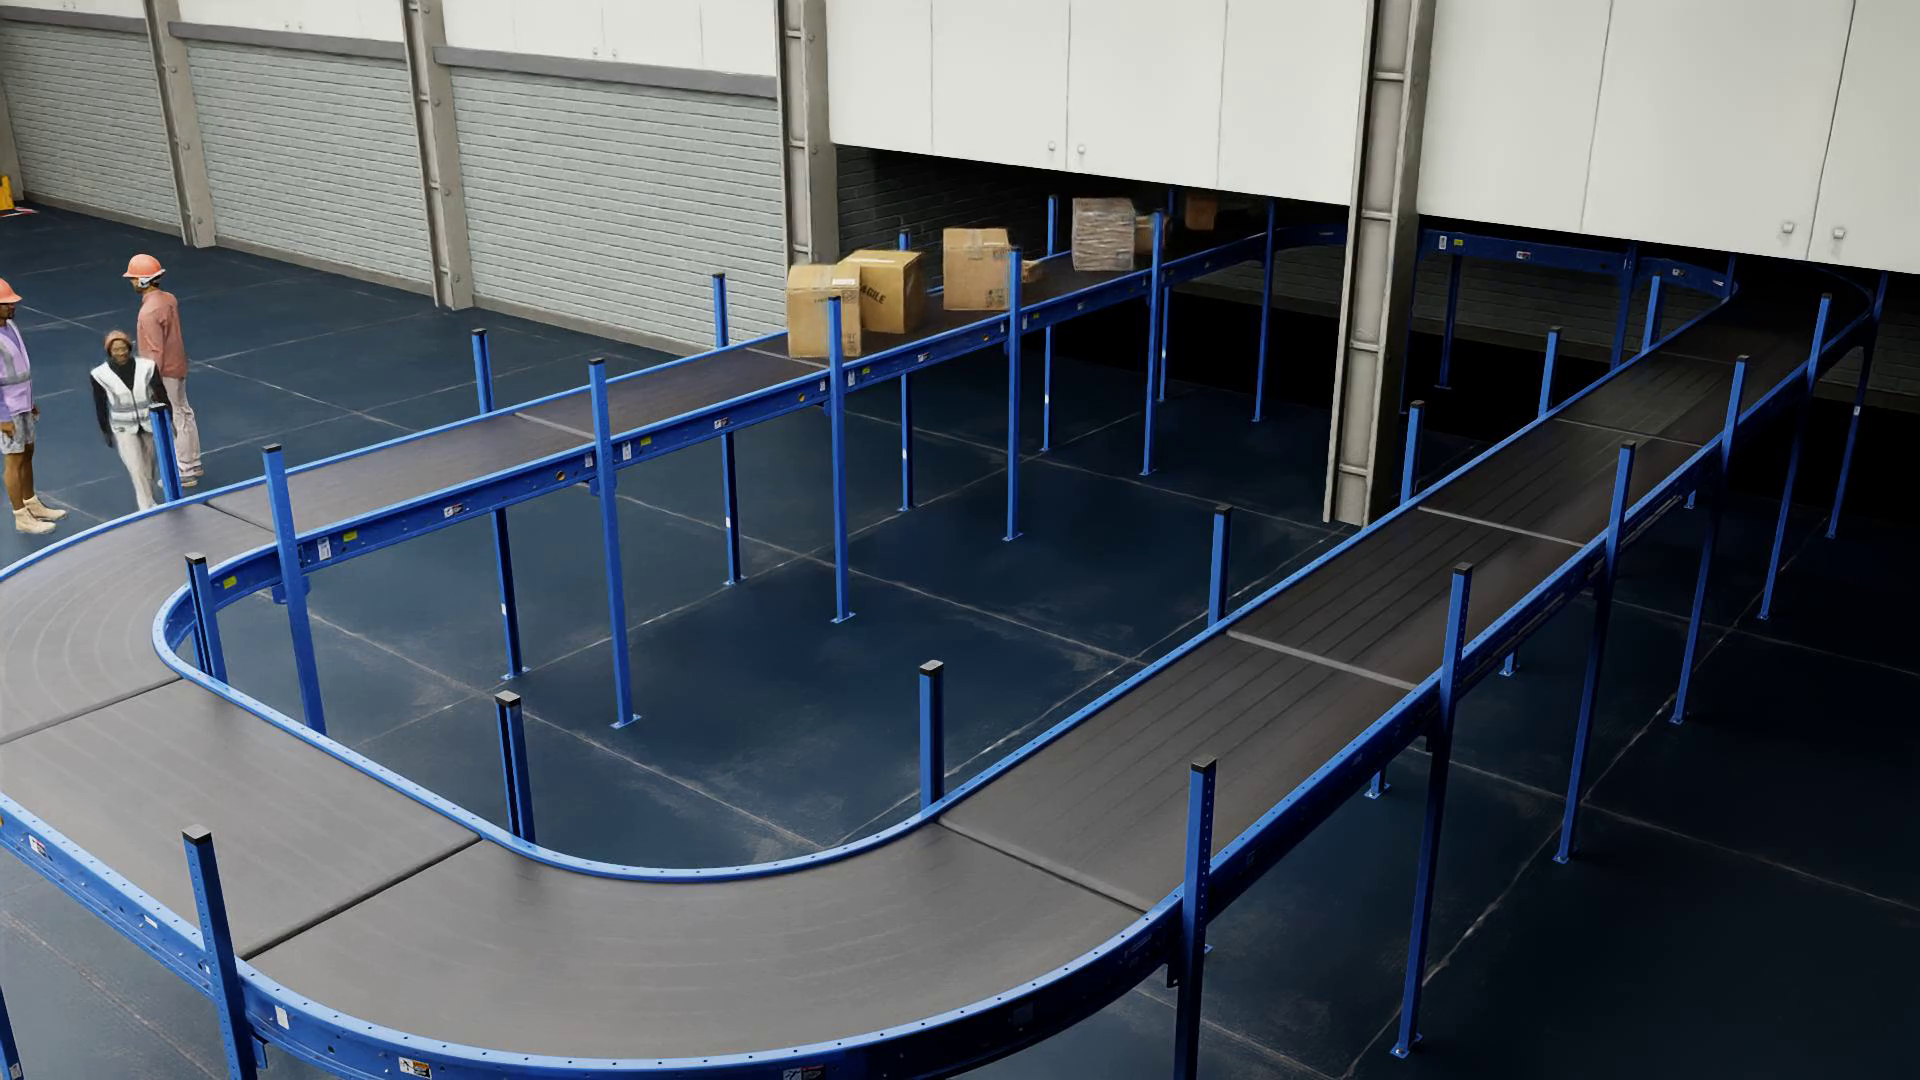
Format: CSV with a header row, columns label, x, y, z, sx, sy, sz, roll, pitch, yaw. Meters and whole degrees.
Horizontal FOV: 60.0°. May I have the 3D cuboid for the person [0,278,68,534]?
label,x,y,z,sx,sy,sz,roll,pitch,yaw
person,-7.434,-1.063,13.105,0.383,2.045,0.605,-3,22,-8

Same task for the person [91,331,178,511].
label,x,y,z,sx,sy,sz,roll,pitch,yaw
person,-6.590,-0.905,13.314,0.525,1.597,0.856,-16,27,-36

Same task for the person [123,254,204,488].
label,x,y,z,sx,sy,sz,roll,pitch,yaw
person,-6.750,-1.433,14.110,0.381,1.995,0.611,-3,22,-9
